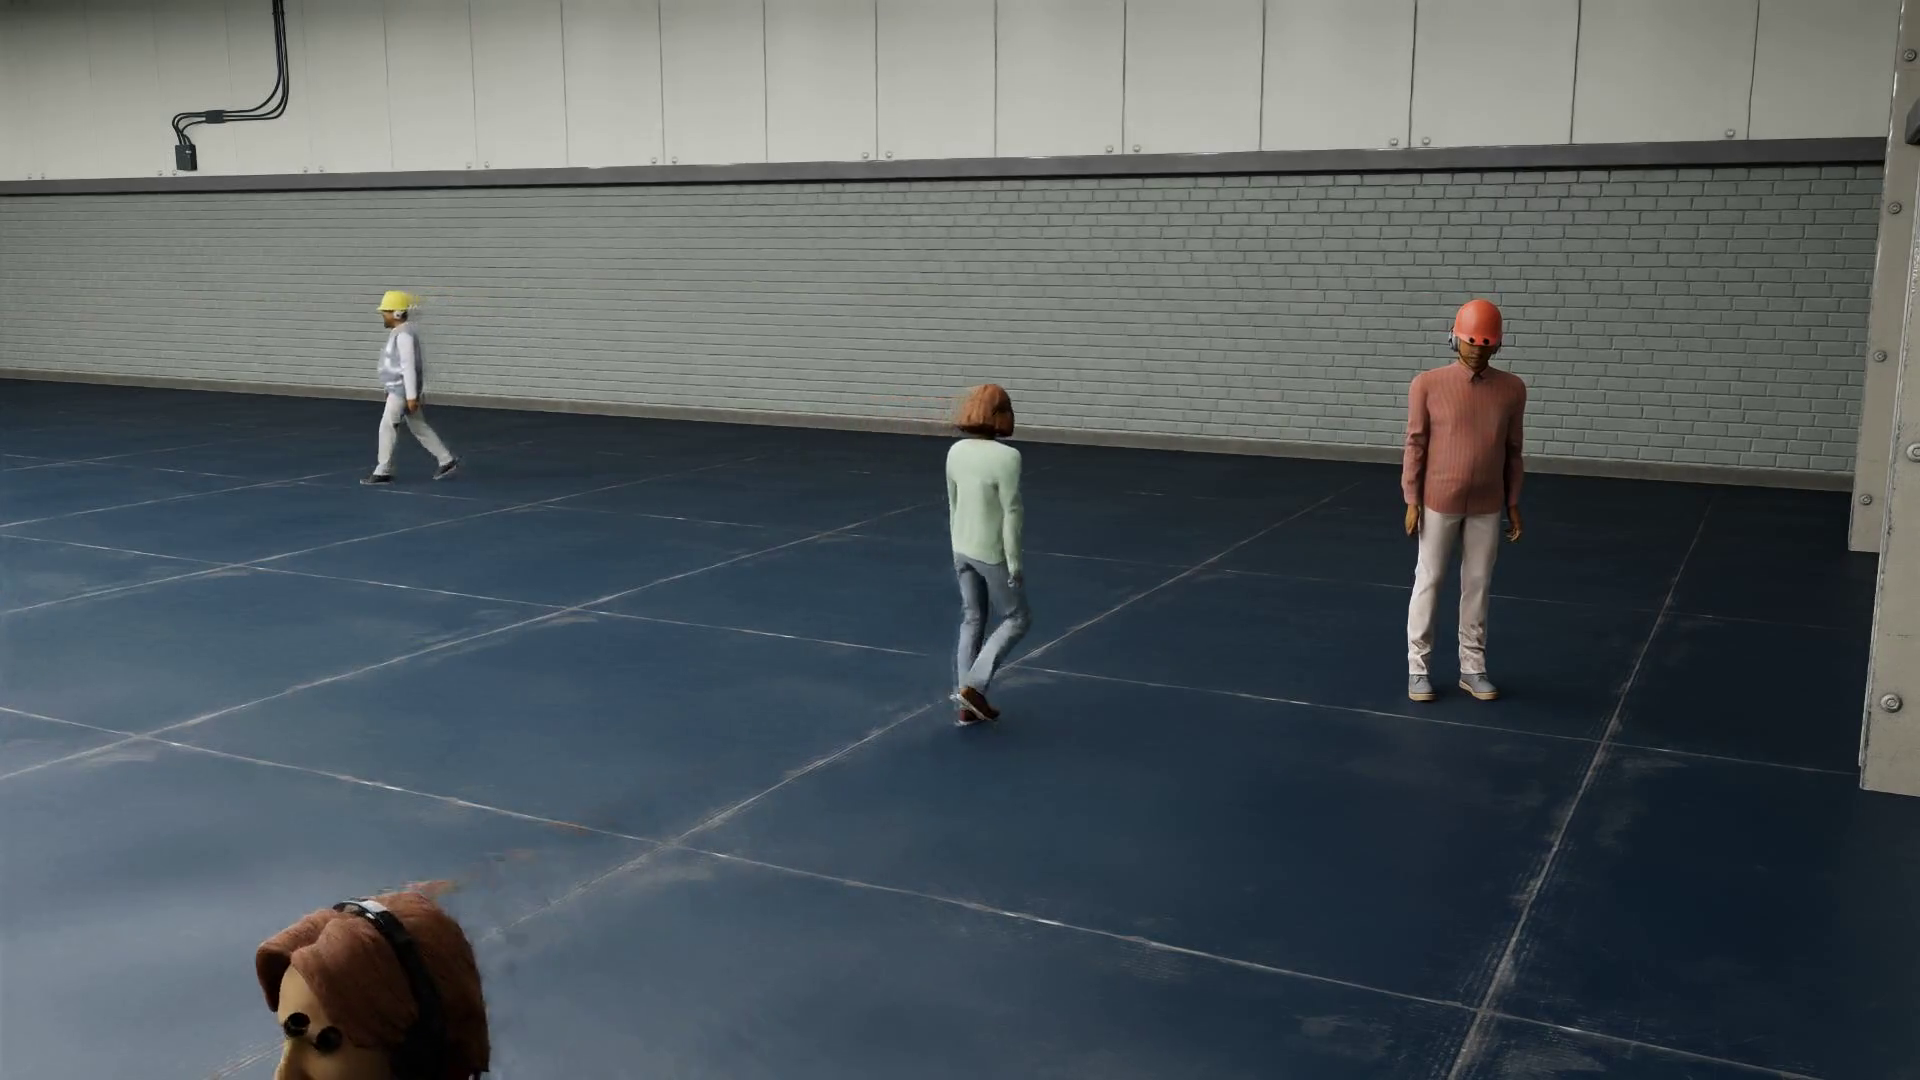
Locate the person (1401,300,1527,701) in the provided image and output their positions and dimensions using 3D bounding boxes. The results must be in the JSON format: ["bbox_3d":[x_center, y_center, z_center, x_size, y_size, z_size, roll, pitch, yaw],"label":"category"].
[{"bbox_3d":[2.487,-0.185,8.208,0.611,1.985,0.393,-1,10,-4],"label":"person"}]

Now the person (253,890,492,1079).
[{"bbox_3d":[-0.590,1.158,1.938,0.528,1.599,0.844,6,12,31],"label":"person"}]

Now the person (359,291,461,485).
[{"bbox_3d":[-5.115,-1.415,15.437,0.893,1.800,0.601,-4,11,-18],"label":"person"}]

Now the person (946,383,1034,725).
[{"bbox_3d":[0.131,0.077,7.764,0.347,1.616,0.522,-9,13,-39],"label":"person"}]
